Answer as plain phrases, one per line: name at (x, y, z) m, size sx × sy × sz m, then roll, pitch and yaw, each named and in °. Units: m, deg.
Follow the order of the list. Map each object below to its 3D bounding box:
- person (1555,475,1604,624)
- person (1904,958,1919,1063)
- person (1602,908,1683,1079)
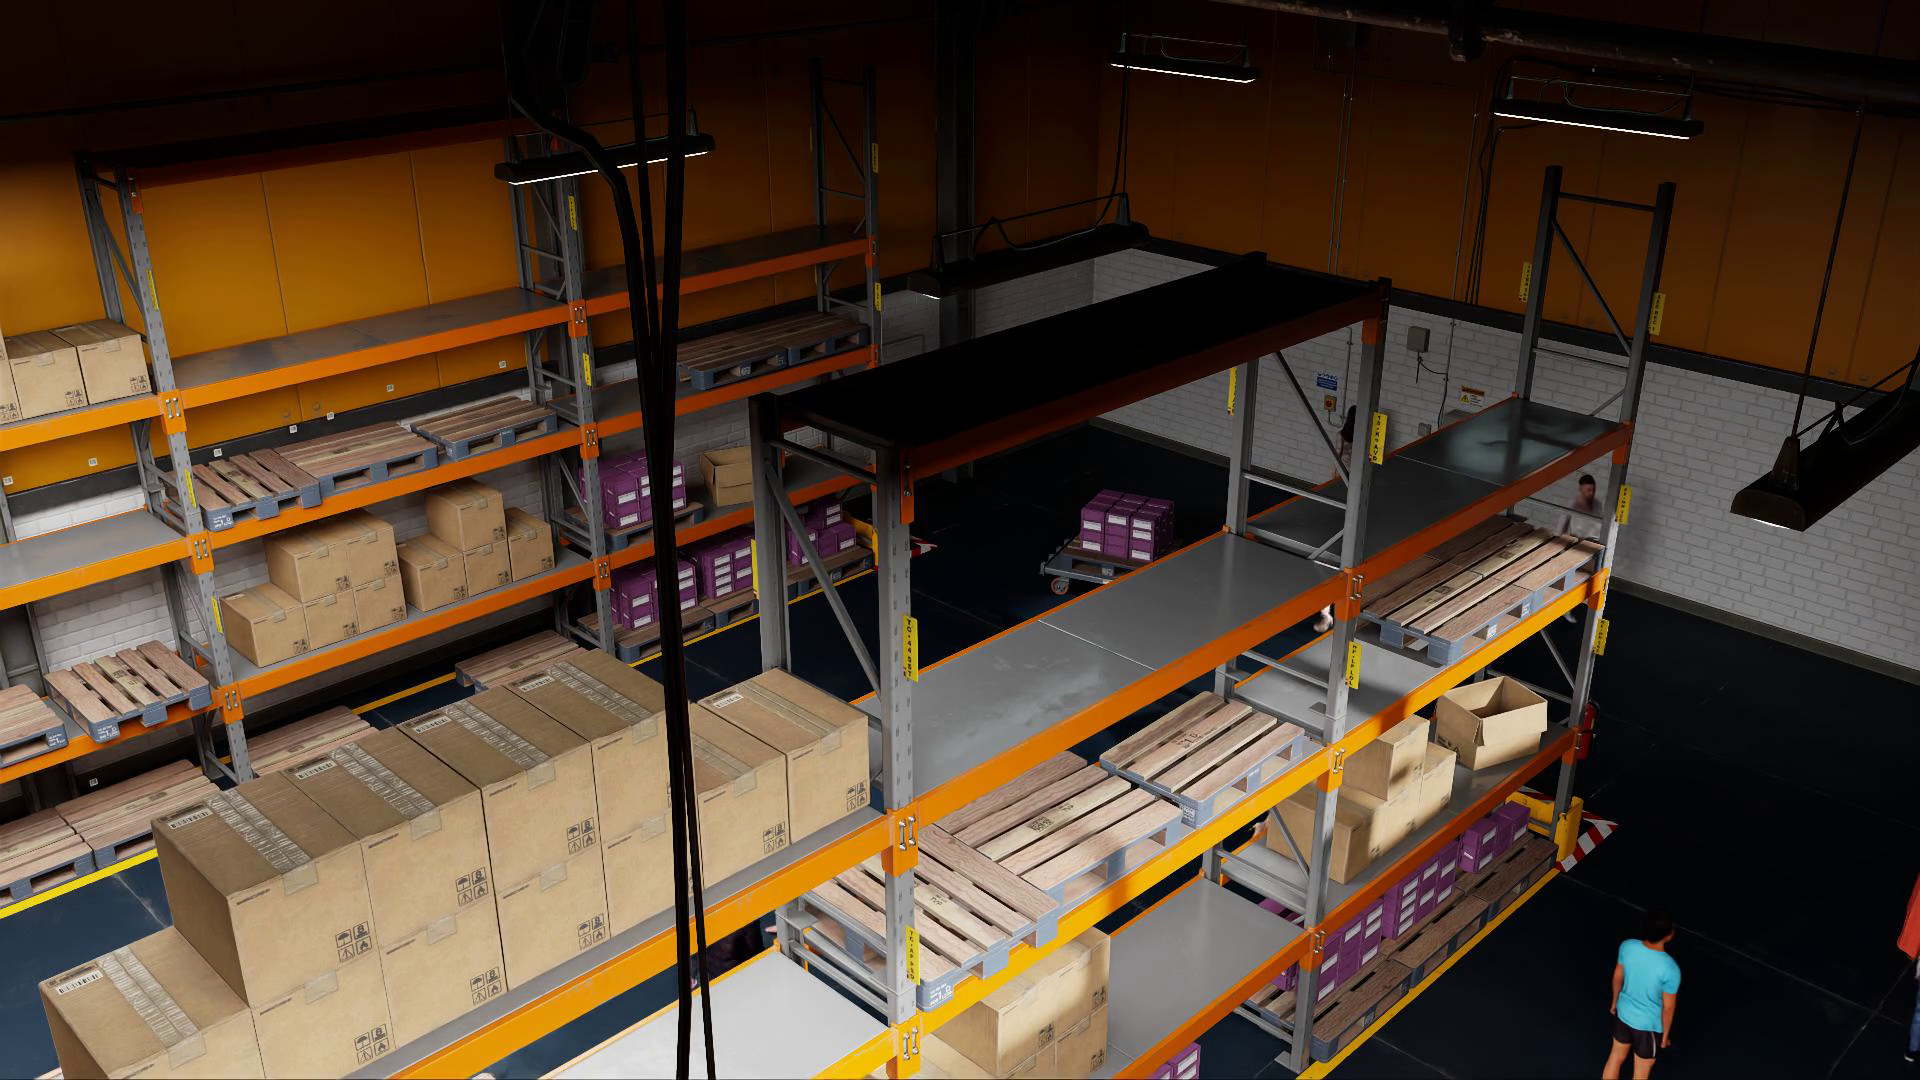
person at (6.964, 0.054, 18.971) m, size 0.743 × 1.825 × 0.860 m, roll -9°, pitch 25°, yaw -19°
person at (7.215, 3.303, 12.287) m, size 0.585 × 1.225 × 0.919 m, roll 16°, pitch 28°, yaw 33°
person at (4.716, 3.327, 11.545) m, size 0.580 × 1.776 × 0.650 m, roll -15°, pitch 28°, yaw -31°
